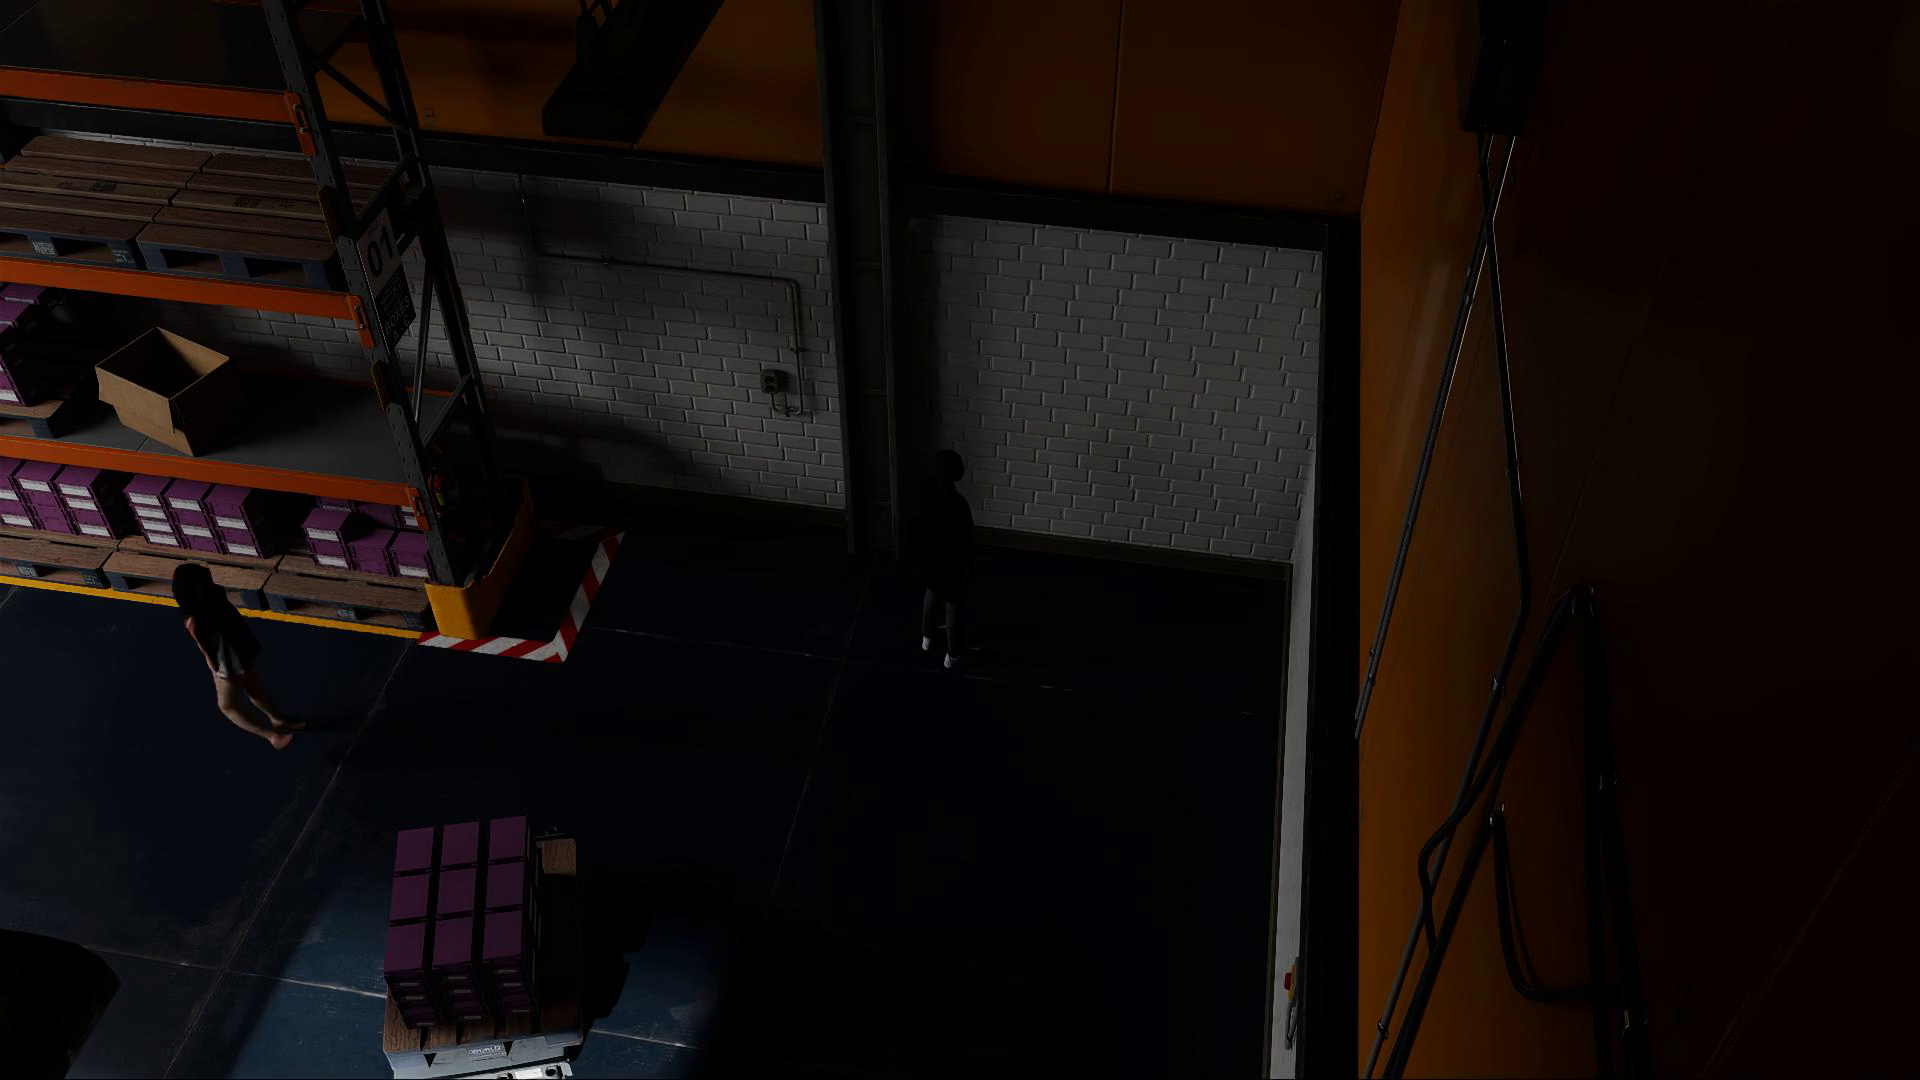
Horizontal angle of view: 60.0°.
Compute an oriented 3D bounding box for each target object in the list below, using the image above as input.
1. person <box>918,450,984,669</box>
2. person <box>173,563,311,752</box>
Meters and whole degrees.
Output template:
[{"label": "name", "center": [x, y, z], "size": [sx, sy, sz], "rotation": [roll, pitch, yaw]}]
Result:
[{"label": "person", "center": [-0.105, 0.118, 10.880], "size": [0.783, 1.762, 0.717], "rotation": [-27, 50, -26]}, {"label": "person", "center": [-4.388, 0.747, 10.301], "size": [0.724, 1.652, 0.588], "rotation": [5, 44, 5]}]
